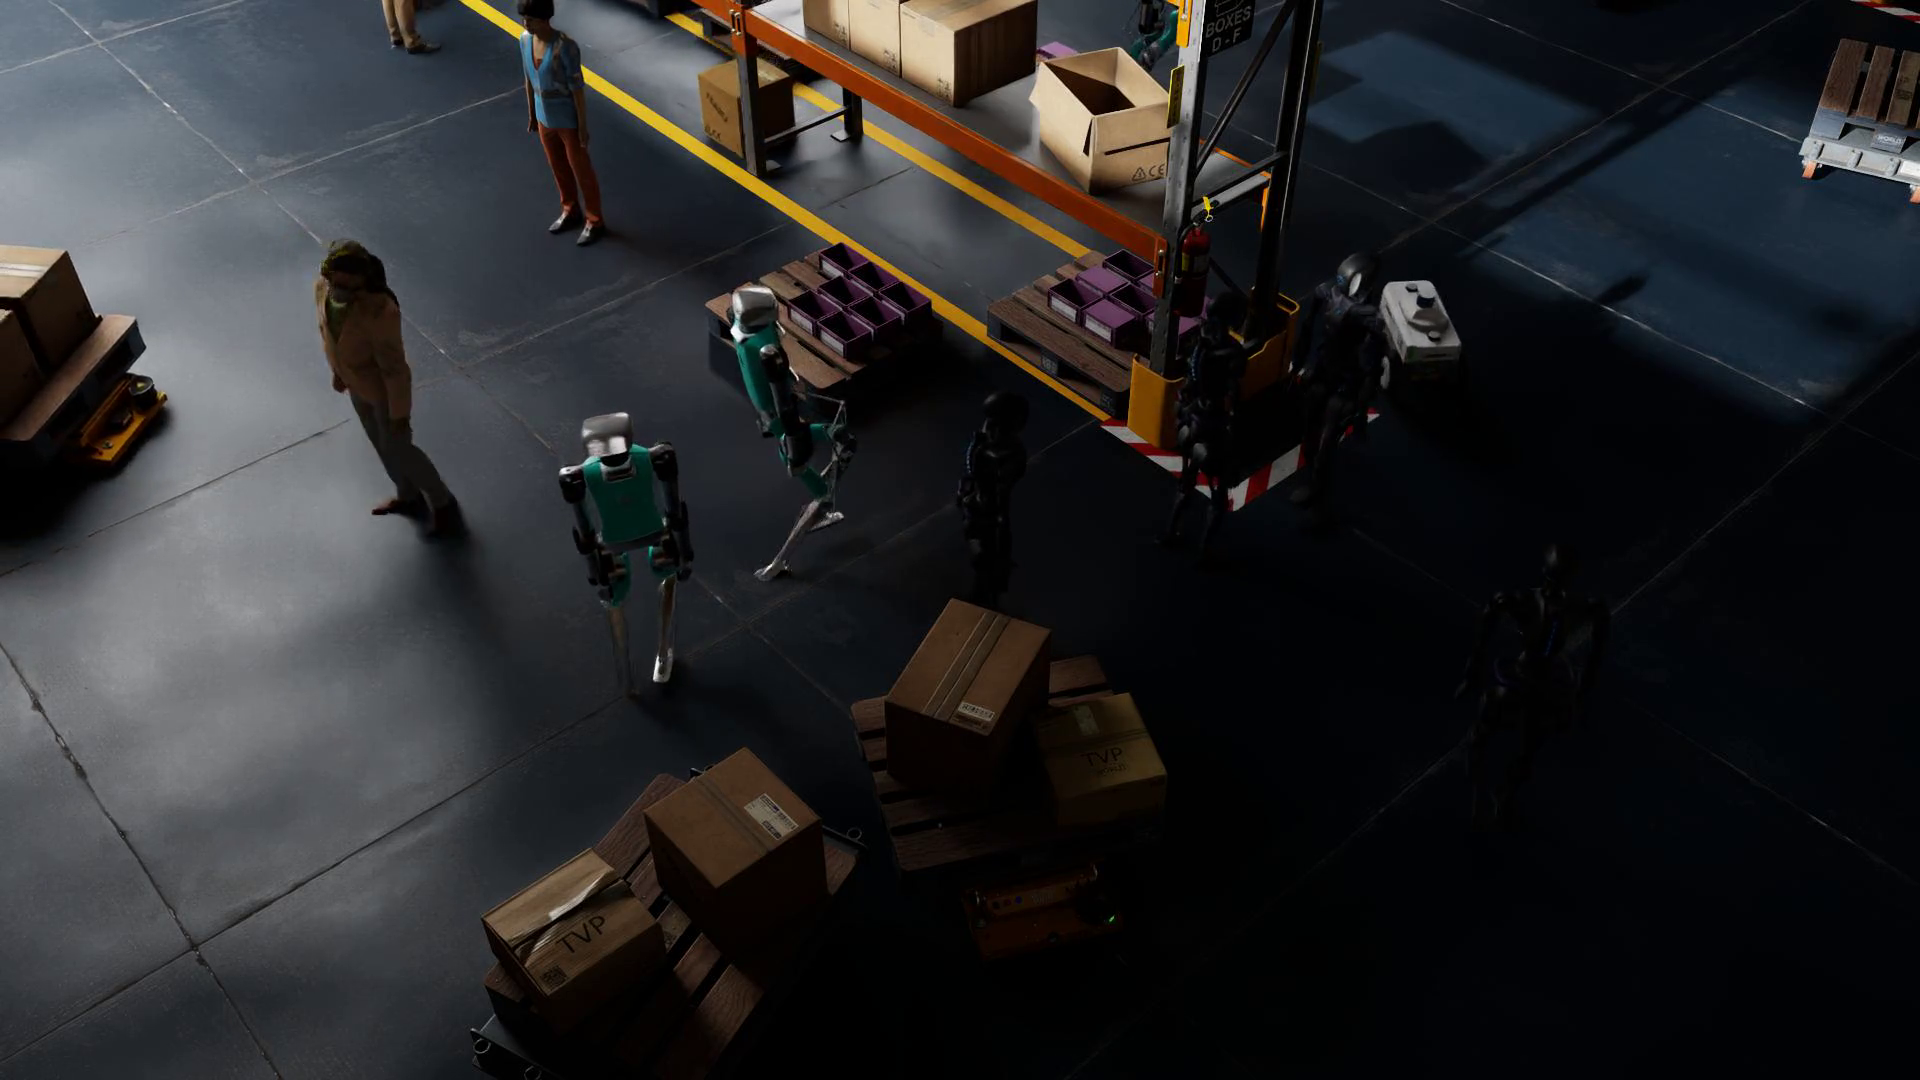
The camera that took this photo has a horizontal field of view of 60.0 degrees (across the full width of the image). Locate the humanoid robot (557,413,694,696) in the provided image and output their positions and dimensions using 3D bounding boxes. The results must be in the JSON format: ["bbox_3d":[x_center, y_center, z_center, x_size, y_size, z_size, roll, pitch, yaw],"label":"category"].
[{"bbox_3d":[-1.579,0.018,7.996,0.560,1.797,0.675,-13,44,-14],"label":"humanoid robot"}]

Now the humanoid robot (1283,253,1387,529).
[{"bbox_3d":[1.978,-0.823,8.943,0.394,1.646,0.612,-26,49,-26],"label":"humanoid robot"}]

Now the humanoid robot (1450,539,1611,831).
[{"bbox_3d":[2.485,0.713,7.270,0.592,1.644,0.461,5,43,6],"label":"humanoid robot"}]

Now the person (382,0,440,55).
[{"bbox_3d":[-4.495,-4.703,13.116,0.329,1.749,0.563,-26,48,-25],"label":"person"}]

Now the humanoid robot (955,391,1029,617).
[{"bbox_3d":[0.136,-0.094,8.167,0.414,1.644,0.608,-6,43,-7],"label":"humanoid robot"}]

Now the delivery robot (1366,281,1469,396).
[{"bbox_3d":[2.824,-1.268,10.256,0.510,0.585,0.743,-2,43,-2],"label":"delivery robot"}]

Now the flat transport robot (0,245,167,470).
[{"bbox_3d":[-5.578,-0.762,9.924,1.431,0.231,0.659,6,43,6],"label":"flat transport robot"}]

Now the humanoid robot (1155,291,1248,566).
[{"bbox_3d":[1.293,-0.588,8.700,0.361,1.653,0.599,-12,44,-13],"label":"humanoid robot"}]

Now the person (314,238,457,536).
[{"bbox_3d":[-3.087,-0.833,8.843,0.625,1.852,0.382,29,50,28],"label":"person"}]

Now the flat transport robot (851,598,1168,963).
[{"bbox_3d":[0.216,1.257,7.728,0.659,0.231,1.431,-10,44,-11],"label":"flat transport robot"}]

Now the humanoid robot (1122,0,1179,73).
[{"bbox_3d":[1.439,-3.924,12.329,0.554,1.842,0.870,-17,45,-18],"label":"humanoid robot"}]

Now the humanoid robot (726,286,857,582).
[{"bbox_3d":[-0.785,-0.595,8.675,0.839,1.794,0.546,-20,46,-21],"label":"humanoid robot"}]

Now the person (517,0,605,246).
[{"bbox_3d":[-2.671,-2.804,11.047,0.492,1.759,0.338,22,47,22],"label":"person"}]
